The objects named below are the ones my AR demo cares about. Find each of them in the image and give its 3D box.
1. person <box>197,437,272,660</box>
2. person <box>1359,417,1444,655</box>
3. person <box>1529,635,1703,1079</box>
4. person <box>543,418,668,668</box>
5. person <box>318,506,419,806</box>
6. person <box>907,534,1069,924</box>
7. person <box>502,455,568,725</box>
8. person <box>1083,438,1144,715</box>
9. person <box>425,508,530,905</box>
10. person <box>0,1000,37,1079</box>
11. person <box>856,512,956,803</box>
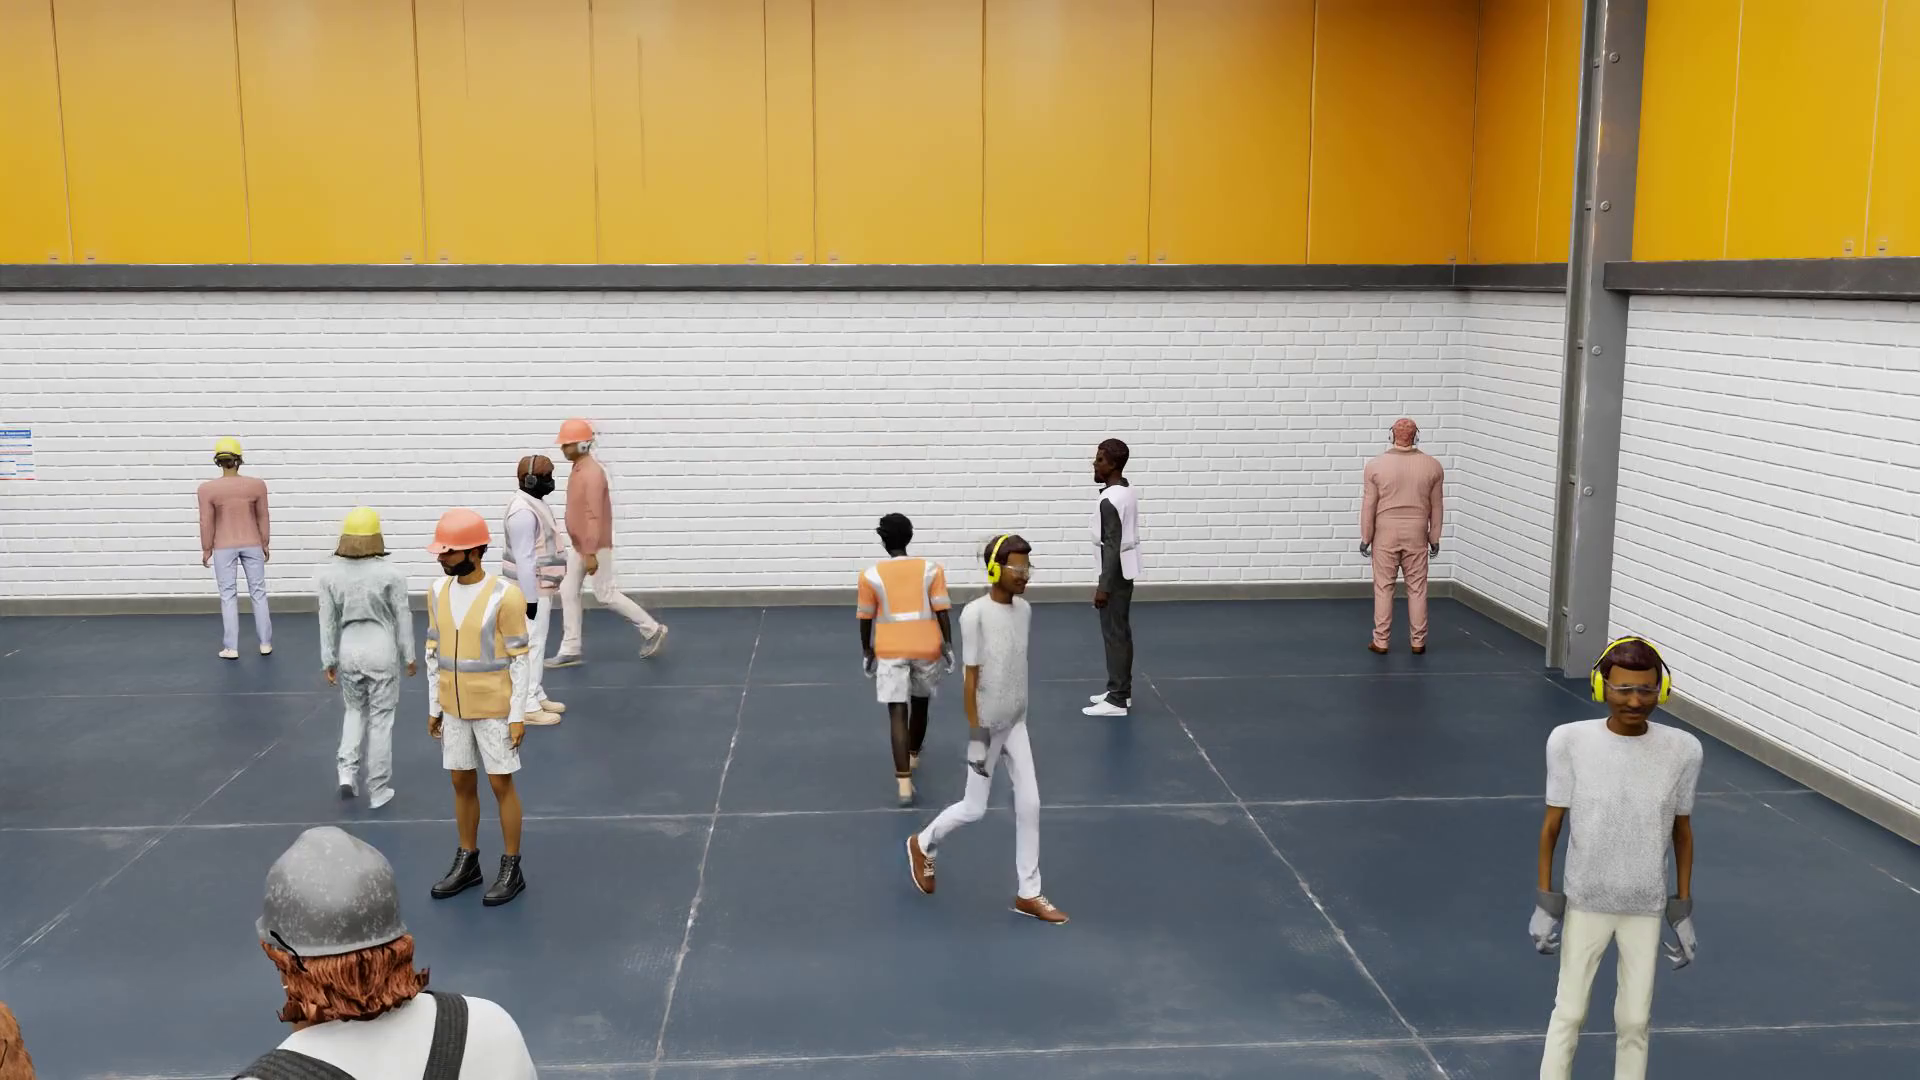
[{"bbox_3d":[-5.732,0.067,13.166,0.525,1.765,0.329,-6,11,-34],"label":"person"},{"bbox_3d":[3.524,-0.030,13.325,0.652,1.906,0.402,1,9,3],"label":"person"},{"bbox_3d":[2.180,1.230,5.543,0.533,1.864,0.310,2,9,11],"label":"person"},{"bbox_3d":[-2.774,0.017,12.907,0.916,1.959,0.617,-5,10,-29],"label":"person"},{"bbox_3d":[-3.366,0.666,9.510,0.488,1.731,0.362,0,9,3],"label":"person"},{"bbox_3d":[0.118,0.871,7.897,0.832,1.842,0.520,9,12,43],"label":"person"},{"bbox_3d":[-2.877,0.332,11.298,0.430,1.837,0.632,-1,9,-8],"label":"person"},{"bbox_3d":[1.069,0.254,11.494,0.389,1.921,0.592,2,9,15],"label":"person"},{"bbox_3d":[-2.344,0.801,8.016,0.551,1.932,0.367,3,10,20],"label":"person"},{"bbox_3d":[-1.939,1.694,3.355,0.498,1.634,0.281,-7,11,-38],"label":"person"},{"bbox_3d":[-0.326,0.663,9.810,0.561,1.623,0.899,-2,9,-11],"label":"person"}]
